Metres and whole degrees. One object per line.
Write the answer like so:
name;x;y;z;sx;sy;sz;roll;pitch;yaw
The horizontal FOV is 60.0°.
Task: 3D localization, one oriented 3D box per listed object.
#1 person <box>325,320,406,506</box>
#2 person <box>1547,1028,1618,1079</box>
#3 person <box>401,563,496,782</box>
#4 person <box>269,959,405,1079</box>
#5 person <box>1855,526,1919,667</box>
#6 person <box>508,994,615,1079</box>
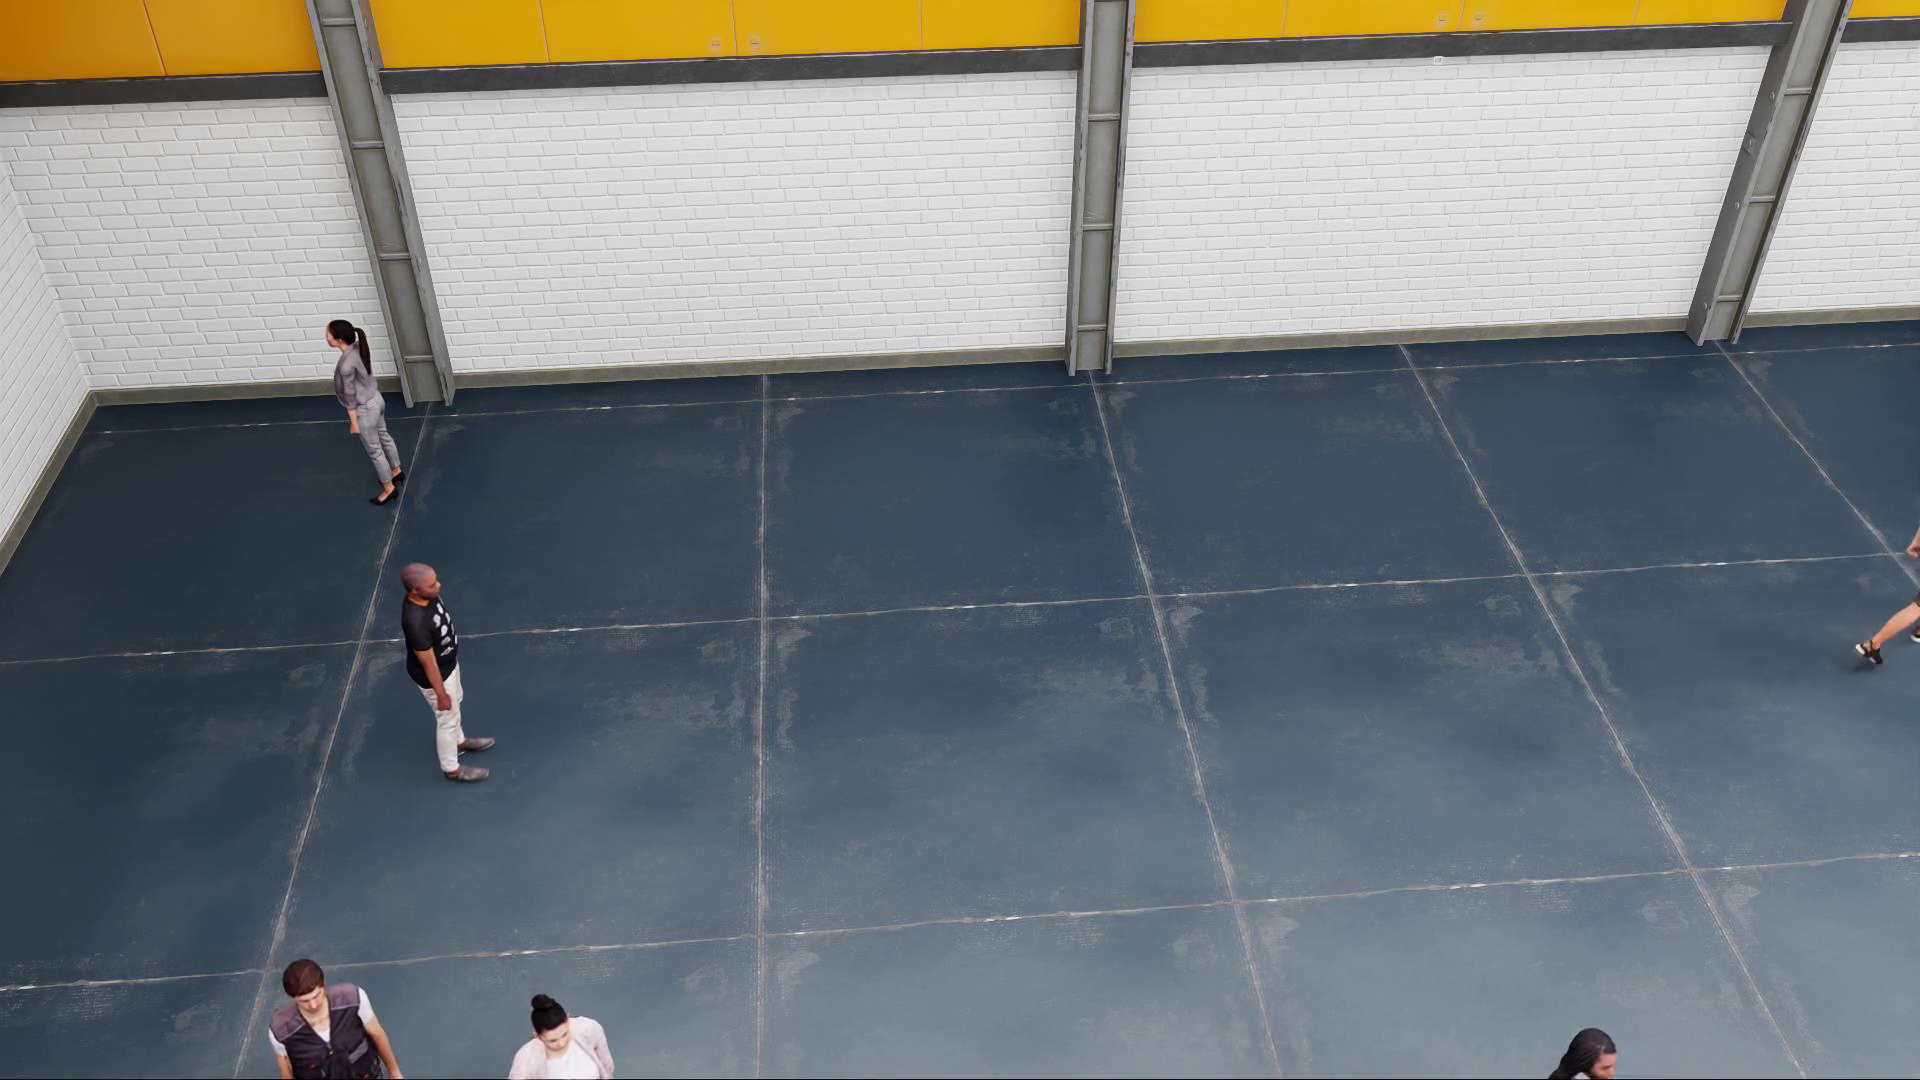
person;-4.780;-1.046;13.407;0.577;1.674;0.620;0;39;0
person;2.927;2.966;8.379;1.142;1.678;1.132;-30;48;-32
person;-3.446;0.854;10.926;0.628;1.801;0.675;-6;39;-8
person;-3.214;2.714;8.569;0.957;1.835;0.981;-25;45;-28
person;6.931;0.136;11.799;1.250;1.833;0.819;-10;40;-13
person;-2.024;2.843;8.497;1.066;1.724;1.063;-27;46;-29
